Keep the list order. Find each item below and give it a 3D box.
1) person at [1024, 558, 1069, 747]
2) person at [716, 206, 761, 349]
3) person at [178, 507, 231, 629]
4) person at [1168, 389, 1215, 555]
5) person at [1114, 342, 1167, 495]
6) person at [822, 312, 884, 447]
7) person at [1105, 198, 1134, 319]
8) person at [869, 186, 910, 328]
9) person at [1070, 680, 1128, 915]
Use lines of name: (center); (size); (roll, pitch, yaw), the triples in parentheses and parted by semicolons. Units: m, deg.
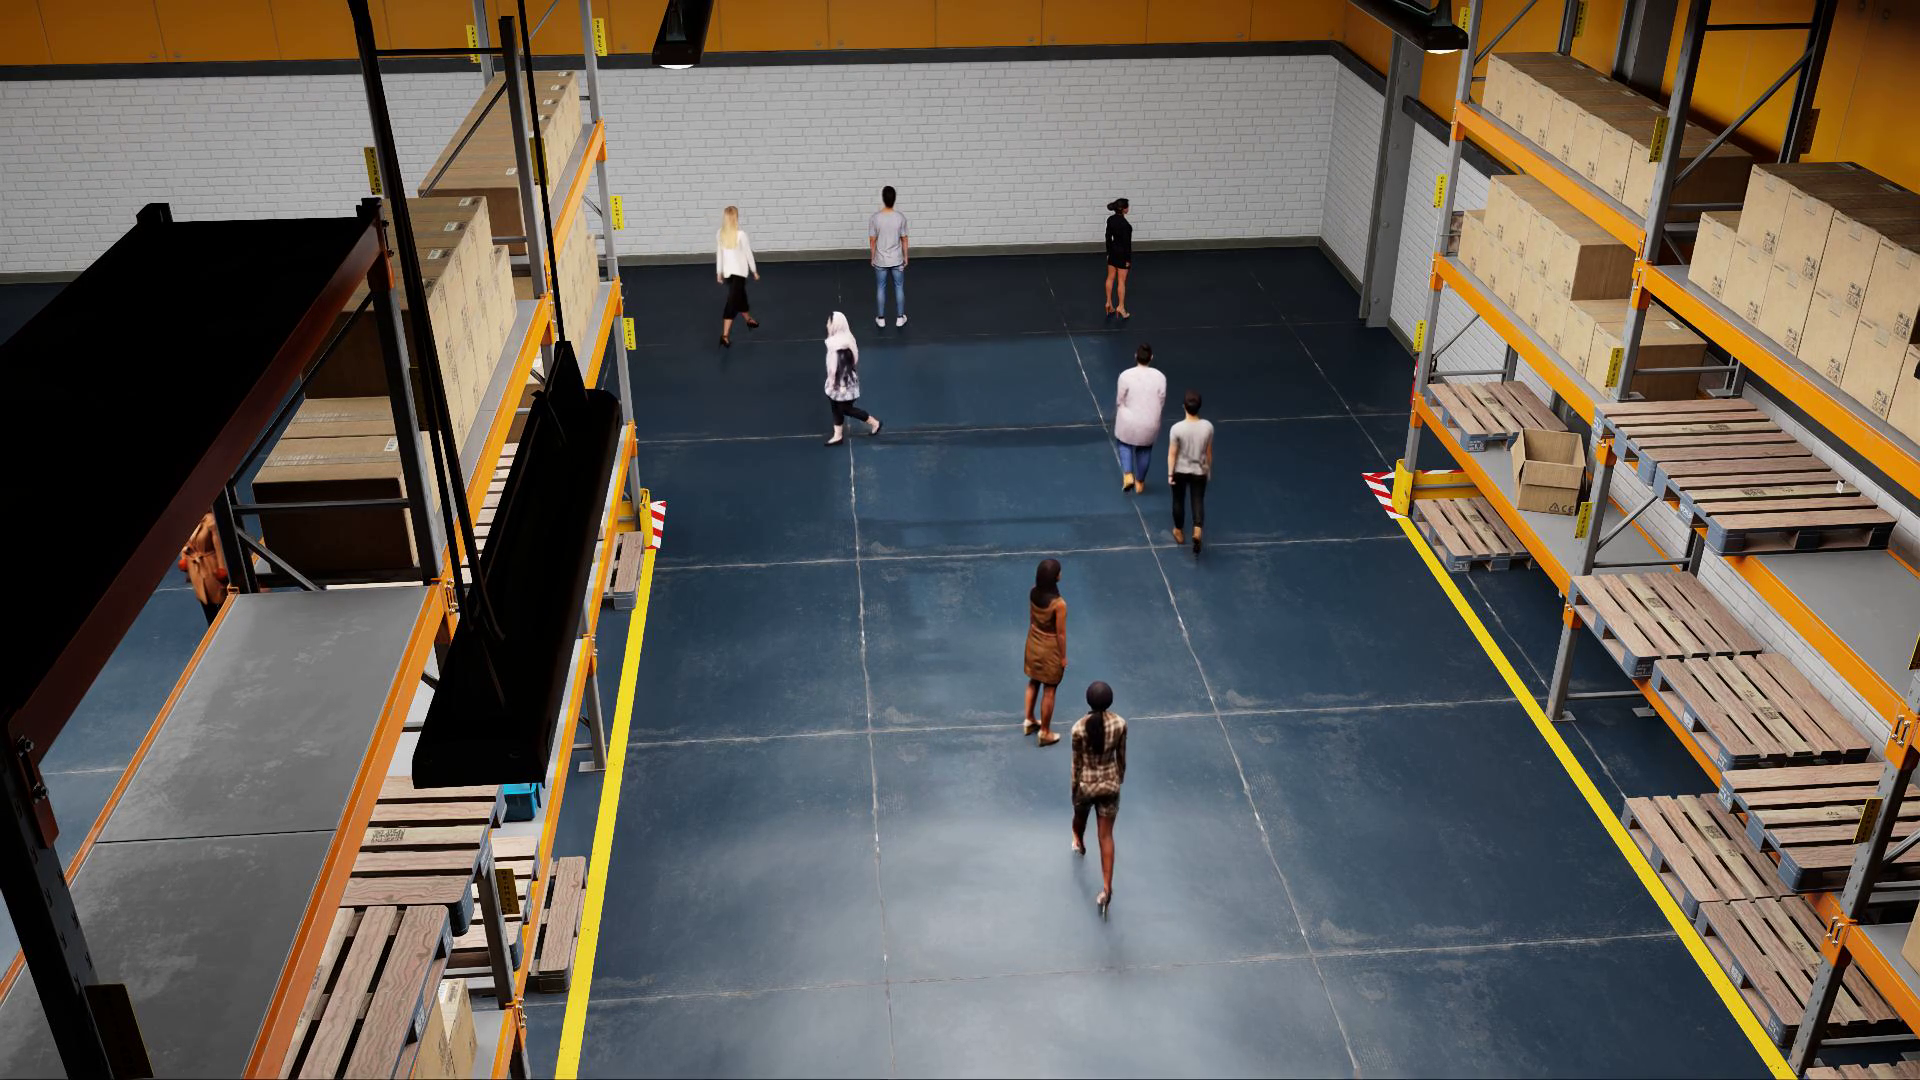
person: (0.704, 0.911, 13.676); (0.705, 1.684, 0.611); (-20, 35, -32)
person: (-2.909, -3.306, 21.287); (1.042, 1.800, 1.270); (13, 31, 22)
person: (-6.680, 0.287, 14.784); (0.767, 1.719, 0.735); (9, 30, 15)
person: (2.299, -0.661, 16.536); (0.649, 1.706, 0.937); (-1, 29, -1)
person: (1.889, -1.255, 17.594); (0.735, 1.735, 0.816); (1, 29, 3)
person: (-1.237, -1.798, 18.715); (0.794, 1.616, 0.920); (-5, 29, -10)
person: (2.140, -3.798, 22.355); (0.763, 1.640, 0.694); (-21, 35, -33)
person: (-0.942, -3.754, 22.009); (0.670, 1.894, 0.550); (-2, 29, -3)
person: (1.002, 1.857, 11.881); (0.629, 1.743, 1.092); (-4, 29, -7)
